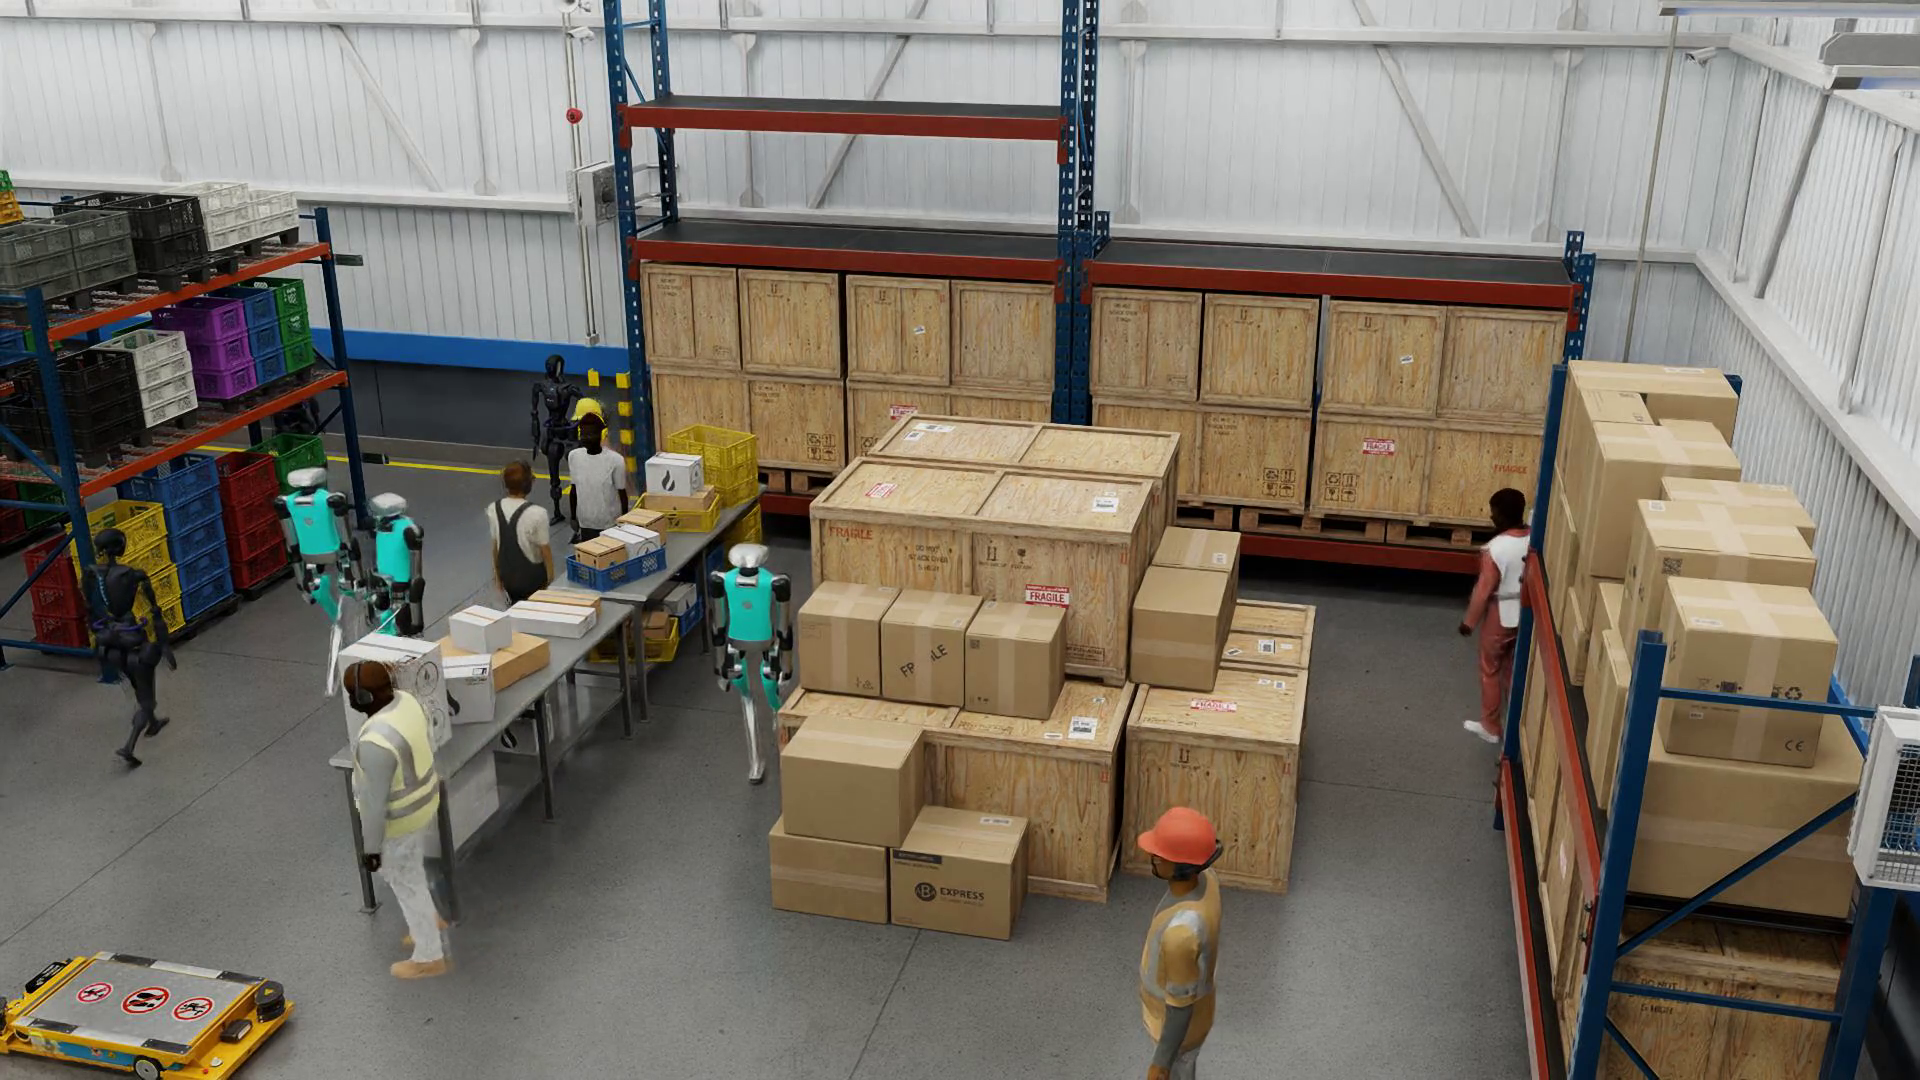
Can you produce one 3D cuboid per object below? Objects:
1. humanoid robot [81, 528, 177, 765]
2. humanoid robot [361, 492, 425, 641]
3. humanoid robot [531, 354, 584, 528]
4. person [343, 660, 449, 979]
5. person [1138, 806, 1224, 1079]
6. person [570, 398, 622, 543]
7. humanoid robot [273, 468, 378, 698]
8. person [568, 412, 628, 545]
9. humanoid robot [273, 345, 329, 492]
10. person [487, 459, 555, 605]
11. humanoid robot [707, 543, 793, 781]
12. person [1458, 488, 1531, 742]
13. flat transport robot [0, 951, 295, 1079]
[{"bbox_3d":[-5.689,0.695,11.323,0.612,1.632,0.768,3,21,9],"label":"humanoid robot"},{"bbox_3d":[-4.050,0.588,11.498,0.557,1.739,1.044,14,25,33],"label":"humanoid robot"},{"bbox_3d":[-3.694,-0.922,15.462,0.599,1.659,0.315,5,22,13],"label":"humanoid robot"},{"bbox_3d":[-3.045,1.495,8.963,0.474,1.811,0.738,0,21,-1],"label":"person"},{"bbox_3d":[0.913,2.056,7.180,0.365,2.048,0.606,5,21,13],"label":"person"},{"bbox_3d":[-3.041,-0.339,13.894,0.888,1.719,0.536,-9,23,-23],"label":"person"},{"bbox_3d":[-4.623,0.237,12.404,0.568,1.783,0.877,1,21,3],"label":"humanoid robot"},{"bbox_3d":[-2.844,-0.101,13.060,0.509,1.876,0.329,5,21,13],"label":"person"},{"bbox_3d":[-6.370,-1.124,16.036,0.631,1.630,0.609,8,22,19],"label":"humanoid robot"},{"bbox_3d":[-3.155,0.304,12.060,0.536,1.827,0.484,8,22,20],"label":"person"},{"bbox_3d":[-1.323,0.840,10.957,0.540,1.897,0.727,1,21,4],"label":"humanoid robot"},{"bbox_3d":[3.736,0.528,11.400,0.630,1.888,0.432,-14,25,-32],"label":"person"},{"bbox_3d":[-4.270,2.464,8.601,1.431,0.231,0.659,5,22,13],"label":"flat transport robot"}]
